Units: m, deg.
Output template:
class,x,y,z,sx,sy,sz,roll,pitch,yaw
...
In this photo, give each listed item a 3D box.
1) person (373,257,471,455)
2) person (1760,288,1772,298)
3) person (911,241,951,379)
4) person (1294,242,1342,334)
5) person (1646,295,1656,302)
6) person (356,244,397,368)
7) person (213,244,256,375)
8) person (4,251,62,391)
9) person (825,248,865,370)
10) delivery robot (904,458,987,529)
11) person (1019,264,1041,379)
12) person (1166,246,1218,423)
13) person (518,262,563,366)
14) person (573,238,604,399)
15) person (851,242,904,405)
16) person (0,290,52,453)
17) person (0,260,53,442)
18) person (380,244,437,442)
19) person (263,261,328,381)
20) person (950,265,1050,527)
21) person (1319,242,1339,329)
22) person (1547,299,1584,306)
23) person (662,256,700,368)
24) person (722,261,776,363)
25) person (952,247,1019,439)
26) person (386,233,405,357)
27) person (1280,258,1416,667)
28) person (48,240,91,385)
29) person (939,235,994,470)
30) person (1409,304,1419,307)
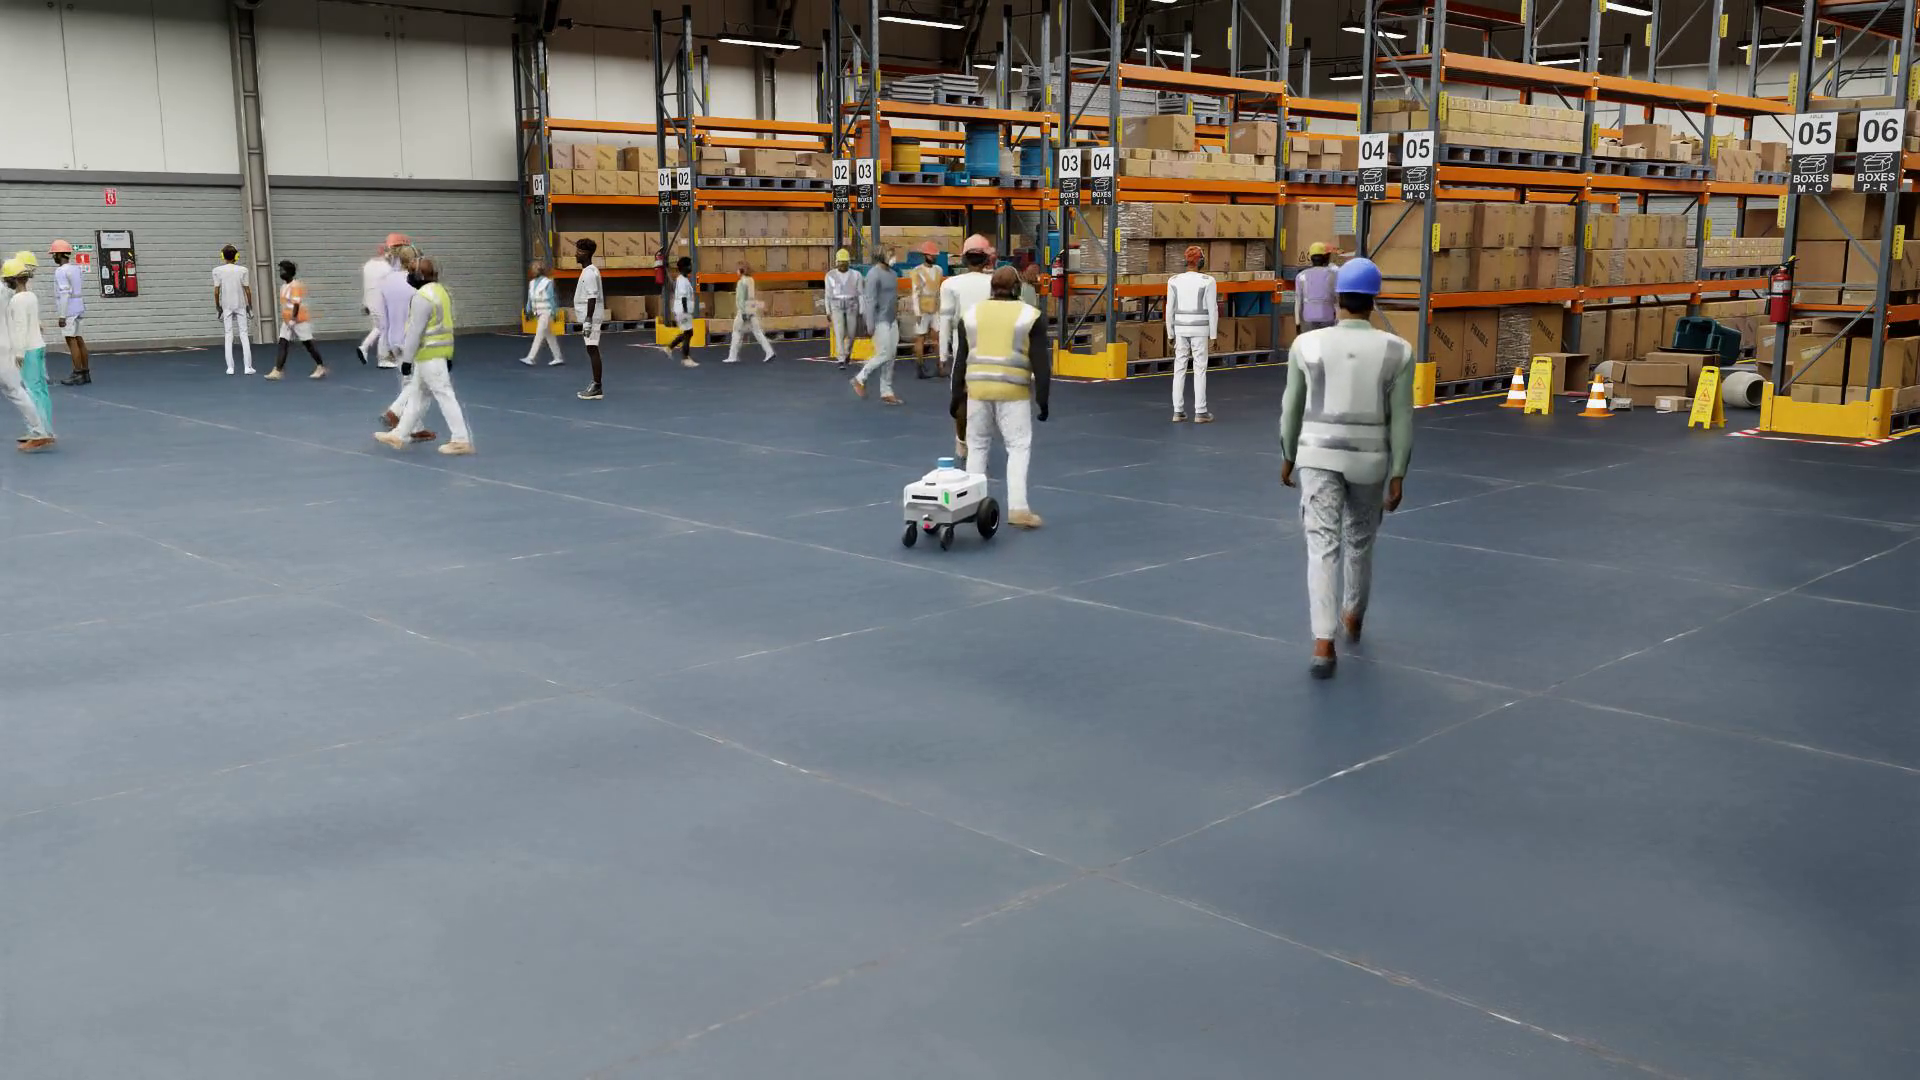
class,x,y,z,sx,sy,sz,roll,pitch,yaw
person,-4.966,-1.682,15.260,0.941,1.791,0.657,-1,10,-3
person,17.501,-5.470,35.877,0.531,1.826,0.999,-2,11,-12
person,-0.377,-3.197,23.200,0.580,1.910,0.764,-8,13,-36
person,4.645,-2.897,21.567,0.639,1.911,0.646,4,11,23
person,14.887,-5.505,35.924,0.617,1.856,1.011,-3,11,-17
person,-8.778,-3.530,25.140,0.691,1.872,0.549,8,13,38
person,-10.524,-3.341,24.114,0.515,1.872,0.328,-3,11,-17
person,-12.072,-2.839,21.606,0.711,1.796,0.600,-5,12,-26
person,-1.752,-3.518,25.258,0.599,1.808,0.775,-1,10,-8
delivery robot,-0.092,-0.299,10.976,0.477,0.478,0.707,4,11,22
person,0.827,-3.060,23.311,0.662,1.604,0.515,3,11,16
person,2.508,-2.220,17.958,0.587,1.882,0.341,6,12,30
person,-6.460,-3.458,25.496,0.534,1.585,0.874,9,14,41
person,-4.580,-2.734,20.536,0.365,1.966,0.608,-2,11,-11
person,-0.956,-2.567,19.761,0.526,1.925,0.630,4,11,22
person,-8.878,-1.704,15.151,0.641,1.889,1.021,9,14,40
person,-9.142,-1.849,16.271,0.329,1.764,0.524,-2,11,-13
person,-5.365,-1.884,16.051,0.640,1.923,0.670,6,12,29
person,-9.230,-3.041,23.068,0.540,1.650,0.878,9,14,40
person,0.268,-0.995,11.583,0.699,1.806,0.615,3,11,17
person,5.608,-3.520,25.004,0.711,1.909,0.559,-2,11,-9
person,10.763,-4.296,29.437,0.578,1.840,0.989,9,14,41
person,-4.273,-3.480,25.403,0.489,1.686,0.539,-1,10,-7
person,-3.320,-3.588,26.226,0.849,1.607,0.504,4,11,22
person,0.239,-1.968,16.569,0.685,1.884,0.699,-1,10,-8
person,-9.130,-3.952,27.019,0.657,2.018,0.632,-9,14,-40
person,1.828,-0.381,7.908,0.601,1.900,1.003,2,11,9
person,-12.069,-3.078,22.494,0.373,1.934,0.551,-1,10,-5
person,0.142,-1.646,14.529,0.631,1.992,0.984,0,10,3
person,7.415,-3.800,26.577,0.793,1.883,0.643,-6,12,-28
